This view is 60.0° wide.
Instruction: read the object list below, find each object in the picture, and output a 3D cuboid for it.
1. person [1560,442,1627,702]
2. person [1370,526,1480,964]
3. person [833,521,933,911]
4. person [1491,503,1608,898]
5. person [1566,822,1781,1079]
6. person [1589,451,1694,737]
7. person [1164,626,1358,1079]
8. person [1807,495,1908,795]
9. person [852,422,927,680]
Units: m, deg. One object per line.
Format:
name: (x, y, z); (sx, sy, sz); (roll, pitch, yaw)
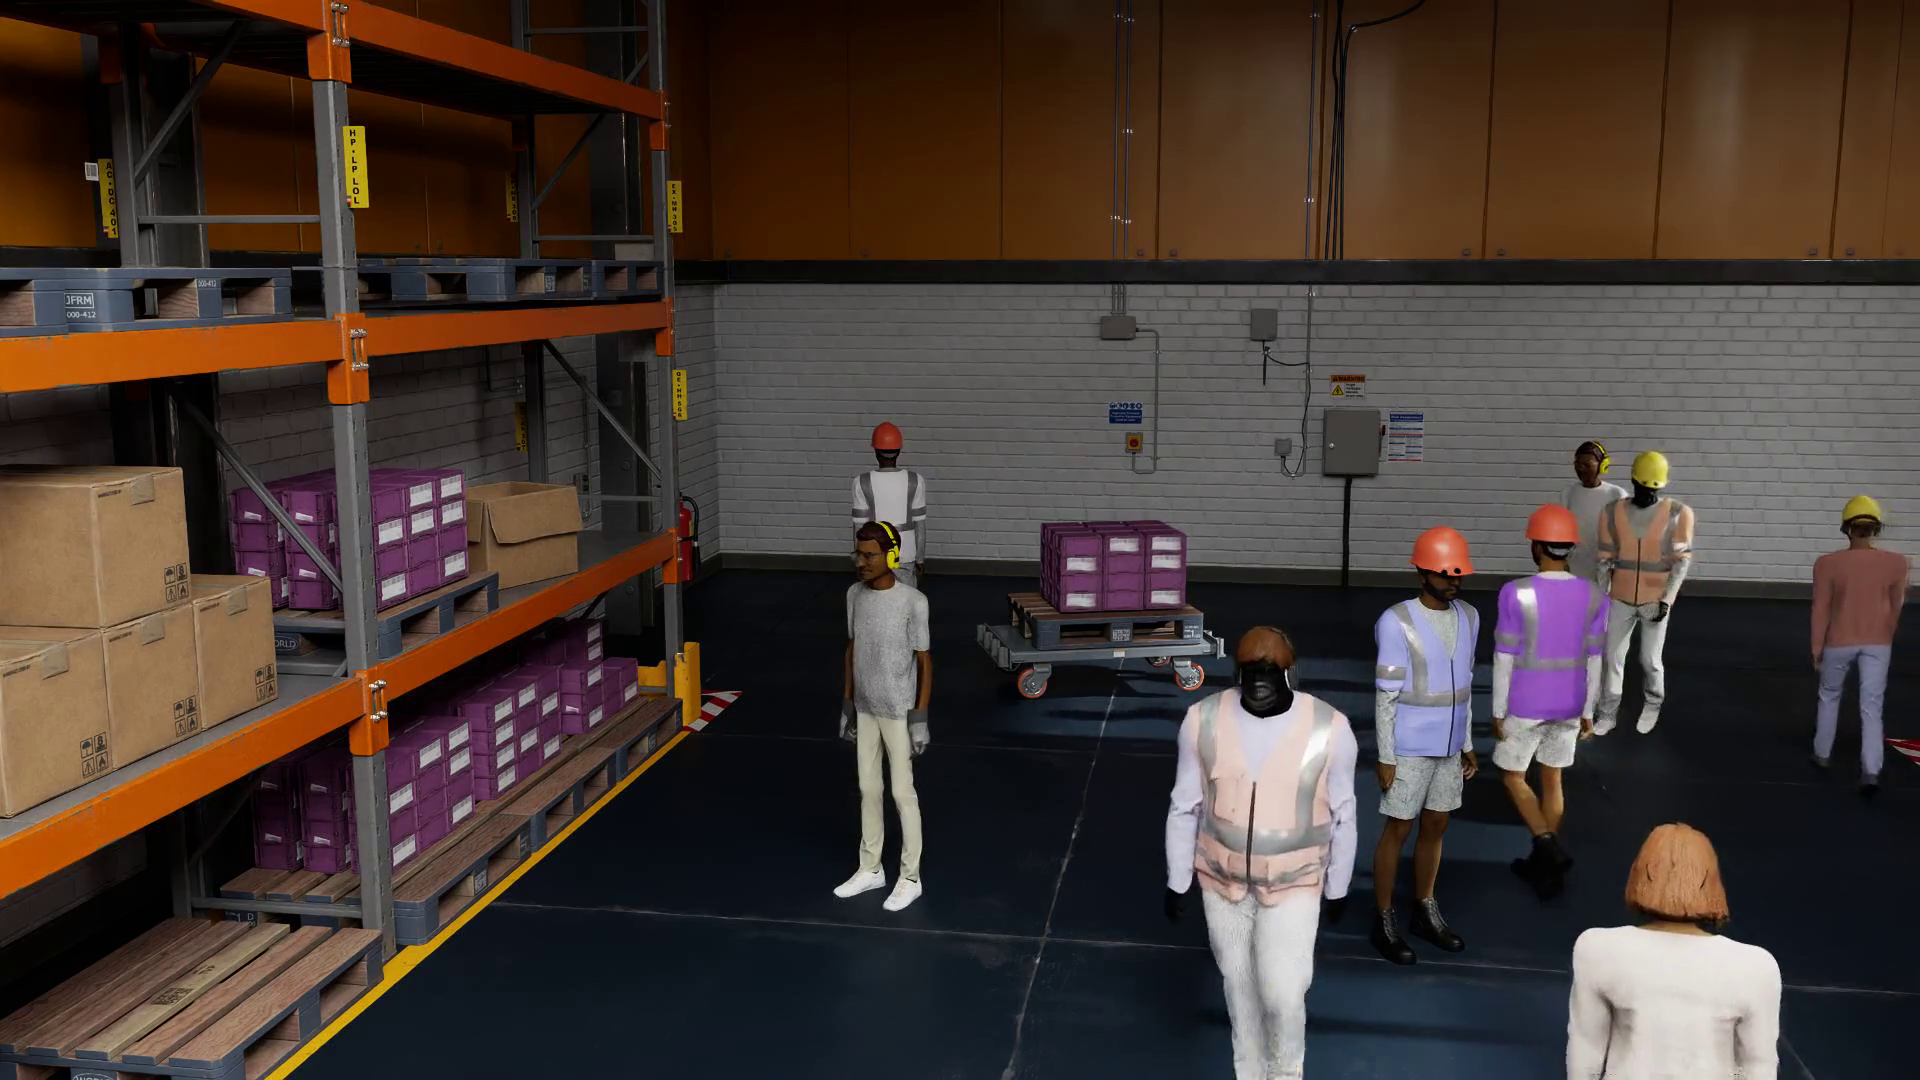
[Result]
person: (4.462, 0.226, 11.748); (0.387, 1.841, 0.524); (-9, 13, -43)
person: (2.071, 0.892, 7.313); (0.551, 1.935, 0.375); (-5, 10, -27)
person: (-0.364, 0.827, 7.926); (0.535, 1.868, 0.309); (7, 11, 36)
person: (2.839, 0.792, 7.969); (0.543, 1.926, 0.633); (-1, 9, -7)
person: (1.838, 1.526, 4.332); (0.512, 1.618, 0.403); (4, 10, 25)
person: (4.377, 0.361, 10.699); (0.594, 1.894, 0.539); (7, 11, 36)
person: (1.016, 1.200, 5.758); (0.643, 1.821, 0.562); (4, 10, 23)
person: (5.265, 0.598, 9.771); (0.506, 1.719, 0.874); (3, 10, 18)
person: (-0.518, 0.111, 12.117); (0.545, 1.942, 0.350); (-2, 9, -10)
